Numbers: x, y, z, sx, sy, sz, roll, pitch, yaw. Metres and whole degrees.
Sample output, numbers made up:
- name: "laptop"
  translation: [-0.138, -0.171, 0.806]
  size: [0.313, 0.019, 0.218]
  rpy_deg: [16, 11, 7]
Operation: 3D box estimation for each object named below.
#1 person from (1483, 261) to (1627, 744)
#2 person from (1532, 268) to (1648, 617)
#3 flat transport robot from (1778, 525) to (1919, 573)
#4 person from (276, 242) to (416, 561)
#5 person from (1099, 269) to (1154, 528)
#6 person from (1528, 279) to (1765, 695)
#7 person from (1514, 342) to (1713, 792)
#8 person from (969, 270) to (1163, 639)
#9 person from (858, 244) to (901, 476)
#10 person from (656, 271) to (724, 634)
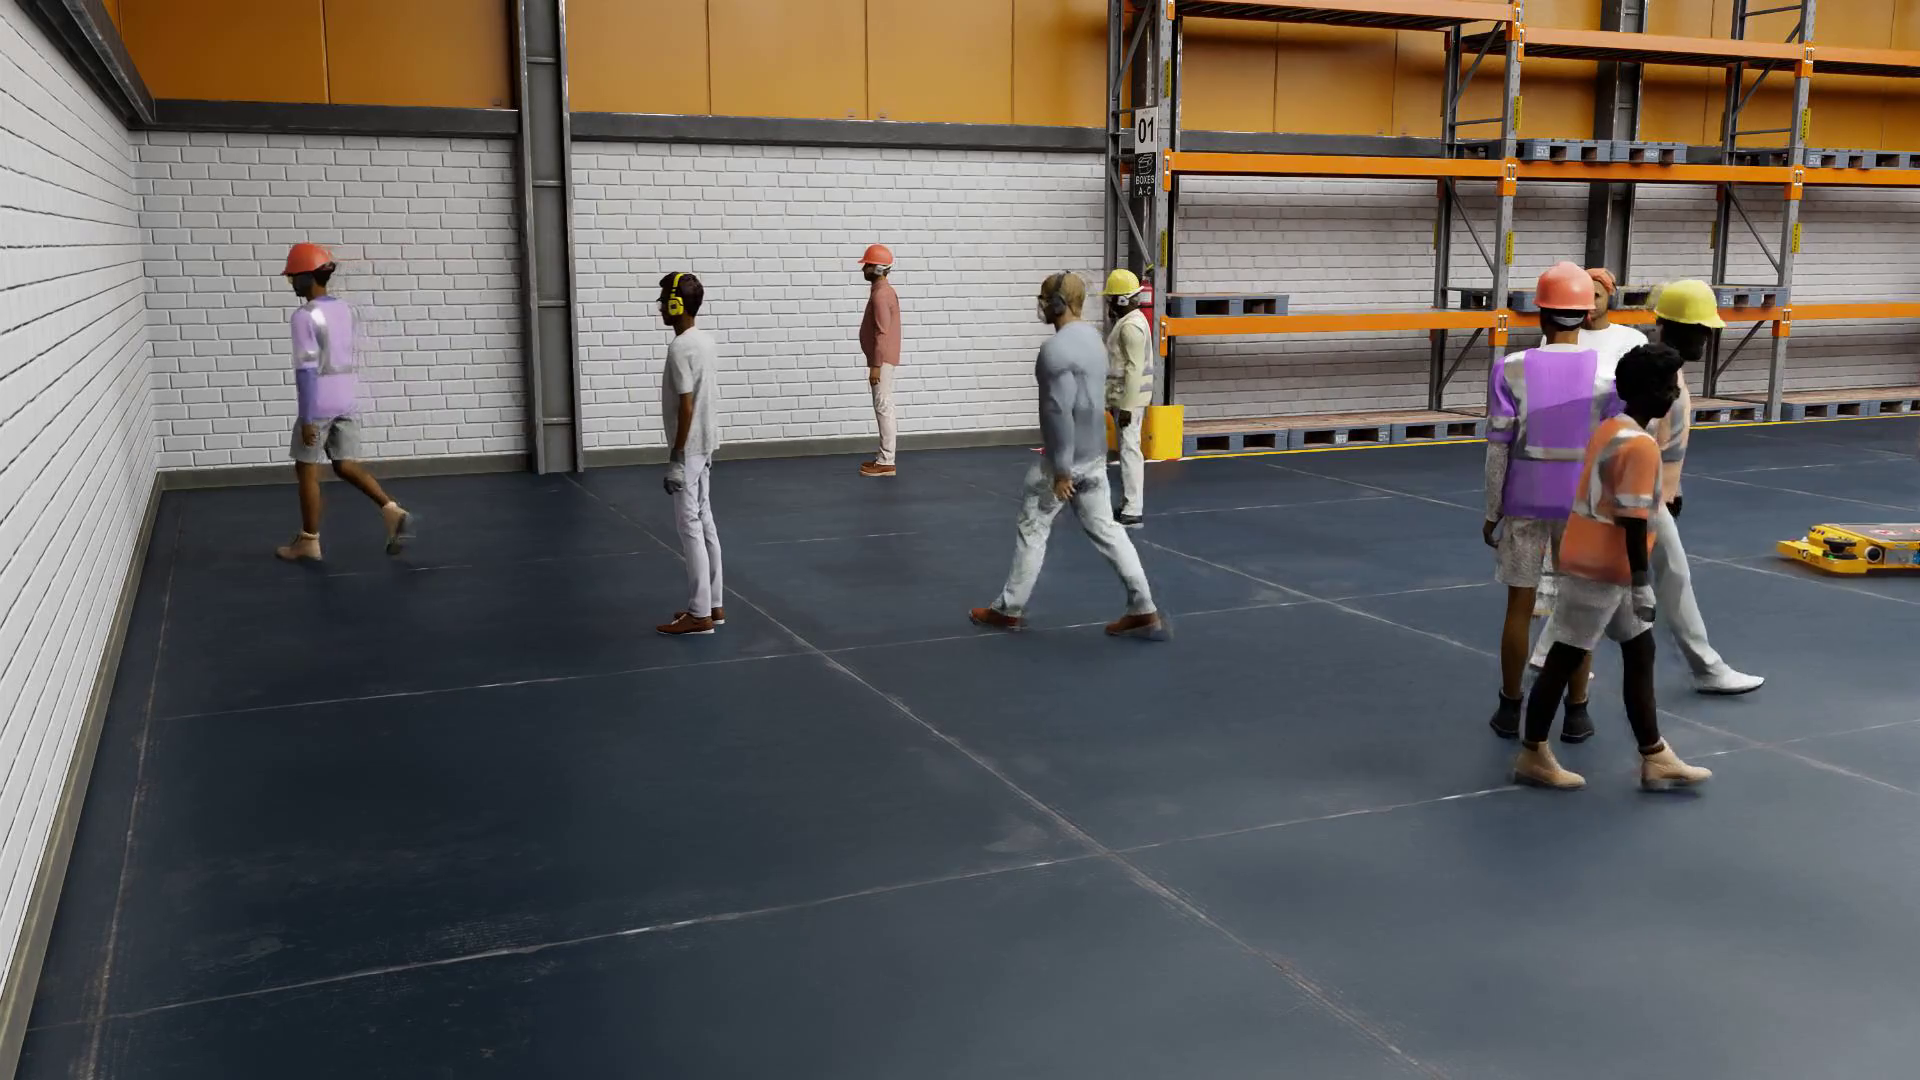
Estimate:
- name: "person"
  translation: [2.398, -0.142, 6.724]
  size: [0.551, 1.942, 0.345]
  rpy_deg: [3, 11, 18]
- name: "person"
  translation: [3.337, -0.500, 8.886]
  size: [0.572, 1.883, 0.356]
  rpy_deg: [6, 12, 32]
- name: "flat transport robot"
  translation: [5.962, 0.044, 10.344]
  size: [1.431, 0.197, 0.652]
  rpy_deg: [0, 10, -1]
- name: "person"
  translation: [-3.929, -0.849, 10.443]
  size: [0.857, 2.021, 0.623]
  rpy_deg: [2, 10, 13]
- name: "person"
  translation: [1.166, -0.996, 11.798]
  size: [0.403, 1.827, 0.601]
  rpy_deg: [1, 10, 5]
- name: "person"
  translation: [3.087, -0.228, 7.441]
  size: [1.008, 1.856, 0.711]
  rpy_deg: [4, 11, 21]
- name: "person"
  translation: [2.434, 0.119, 6.029]
  size: [0.776, 1.651, 0.536]
  rpy_deg: [4, 11, 20]
- name: "person"
  translation: [0.583, -0.426, 8.485]
  size: [1.034, 1.890, 0.648]
  rpy_deg: [5, 12, 28]
- name: "person"
  translation: [-0.698, -1.555, 14.443]
  size: [0.373, 1.997, 0.615]
  rpy_deg: [0, 10, 0]
- name: "person"
  translation: [-1.413, -0.442, 8.601]
  size: [0.313, 1.869, 0.538]
  rpy_deg: [2, 10, 9]
